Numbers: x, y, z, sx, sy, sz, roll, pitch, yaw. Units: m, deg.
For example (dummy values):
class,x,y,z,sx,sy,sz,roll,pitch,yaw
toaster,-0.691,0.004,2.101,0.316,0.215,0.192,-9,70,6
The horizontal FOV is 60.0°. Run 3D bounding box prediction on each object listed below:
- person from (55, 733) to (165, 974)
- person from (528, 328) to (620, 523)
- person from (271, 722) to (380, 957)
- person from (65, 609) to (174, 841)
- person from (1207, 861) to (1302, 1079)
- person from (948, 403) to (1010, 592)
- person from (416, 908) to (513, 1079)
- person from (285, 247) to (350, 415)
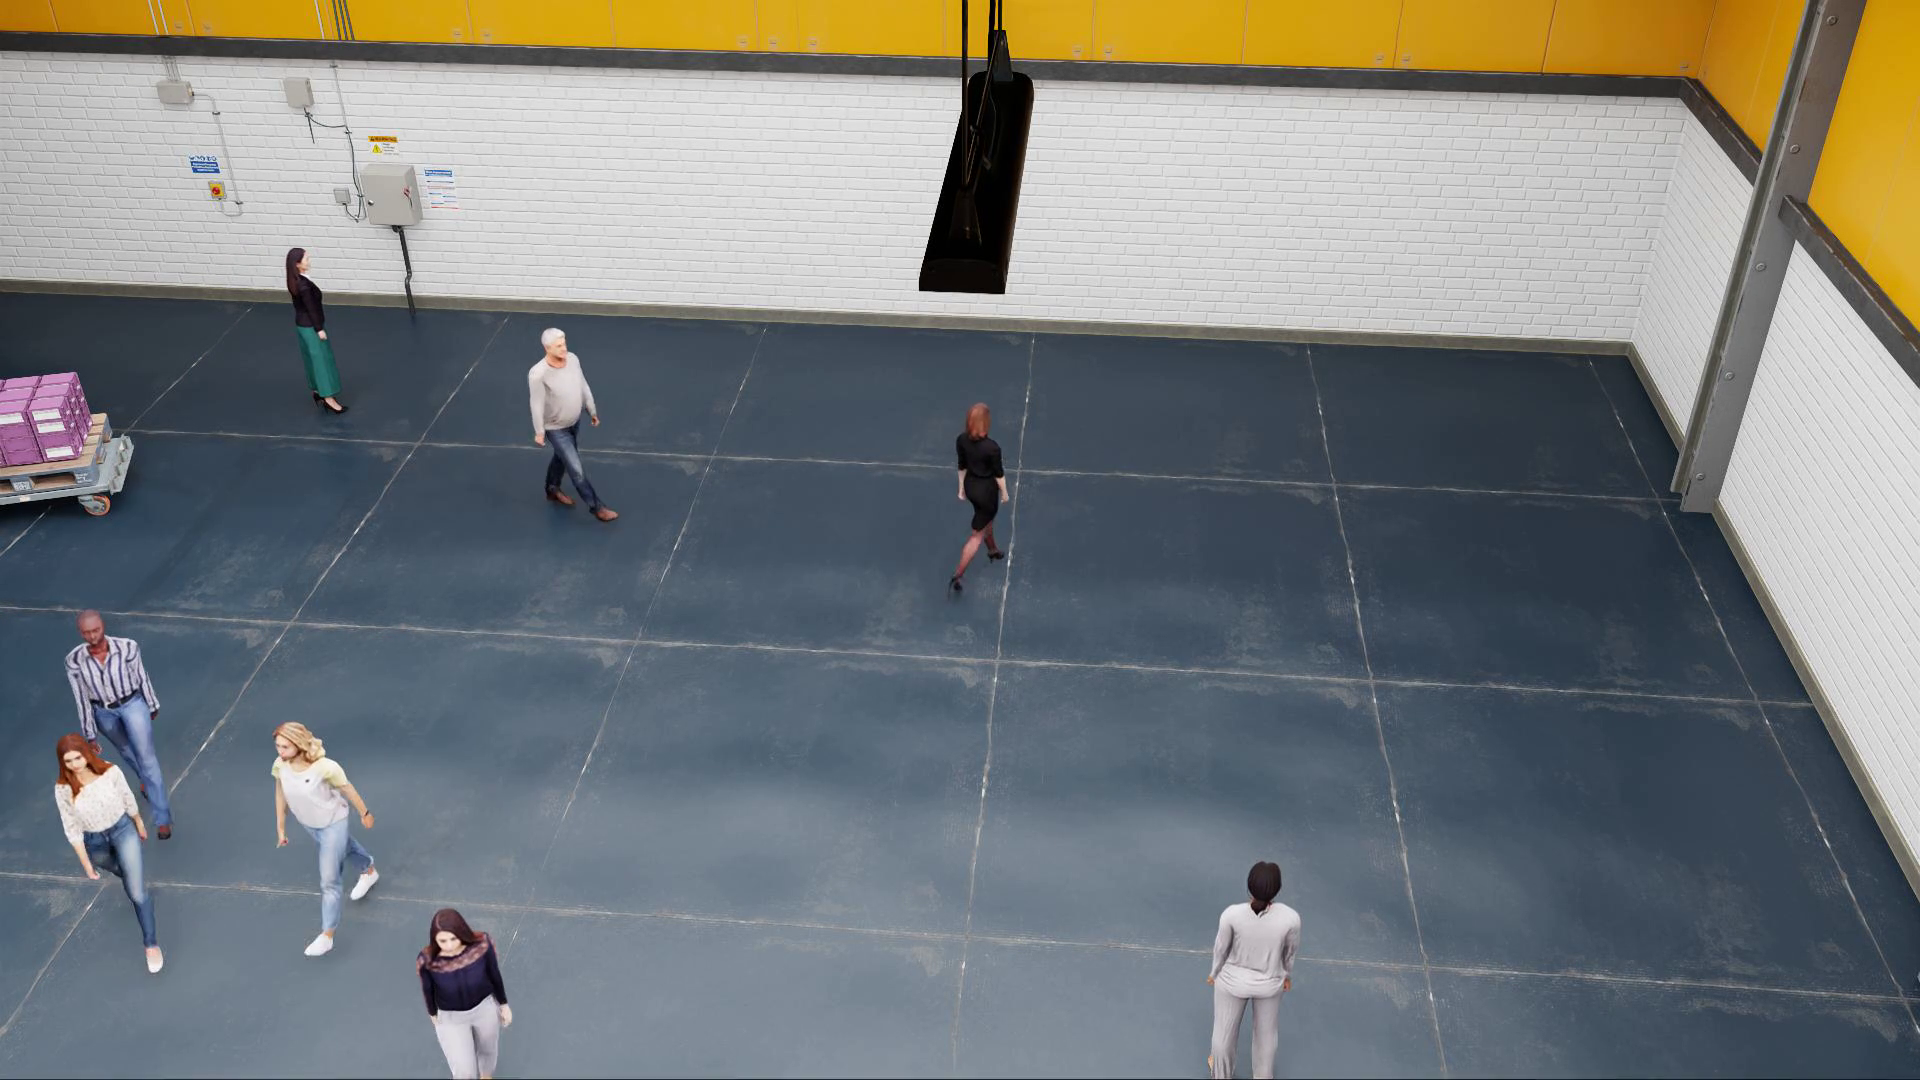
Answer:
class,x,y,z,sx,sy,sz,roll,pitch,yaw
person,-5.474,1.872,10.677,0.977,1.681,1.230,-15,36,-21
person,-3.623,-1.053,14.917,1.151,1.859,1.257,17,37,24
person,-4.071,1.783,10.818,0.801,1.673,1.169,9,35,13
person,-5.886,1.192,11.638,0.982,1.750,1.227,-13,36,-18
person,1.688,2.535,9.629,0.643,1.736,0.524,2,34,2
person,0.136,-0.327,13.997,0.984,1.668,1.131,26,42,33
person,-2.824,2.673,9.549,0.773,1.595,0.848,-16,37,-23
person,-6.461,-2.085,16.576,0.752,1.741,0.691,-24,41,-32
